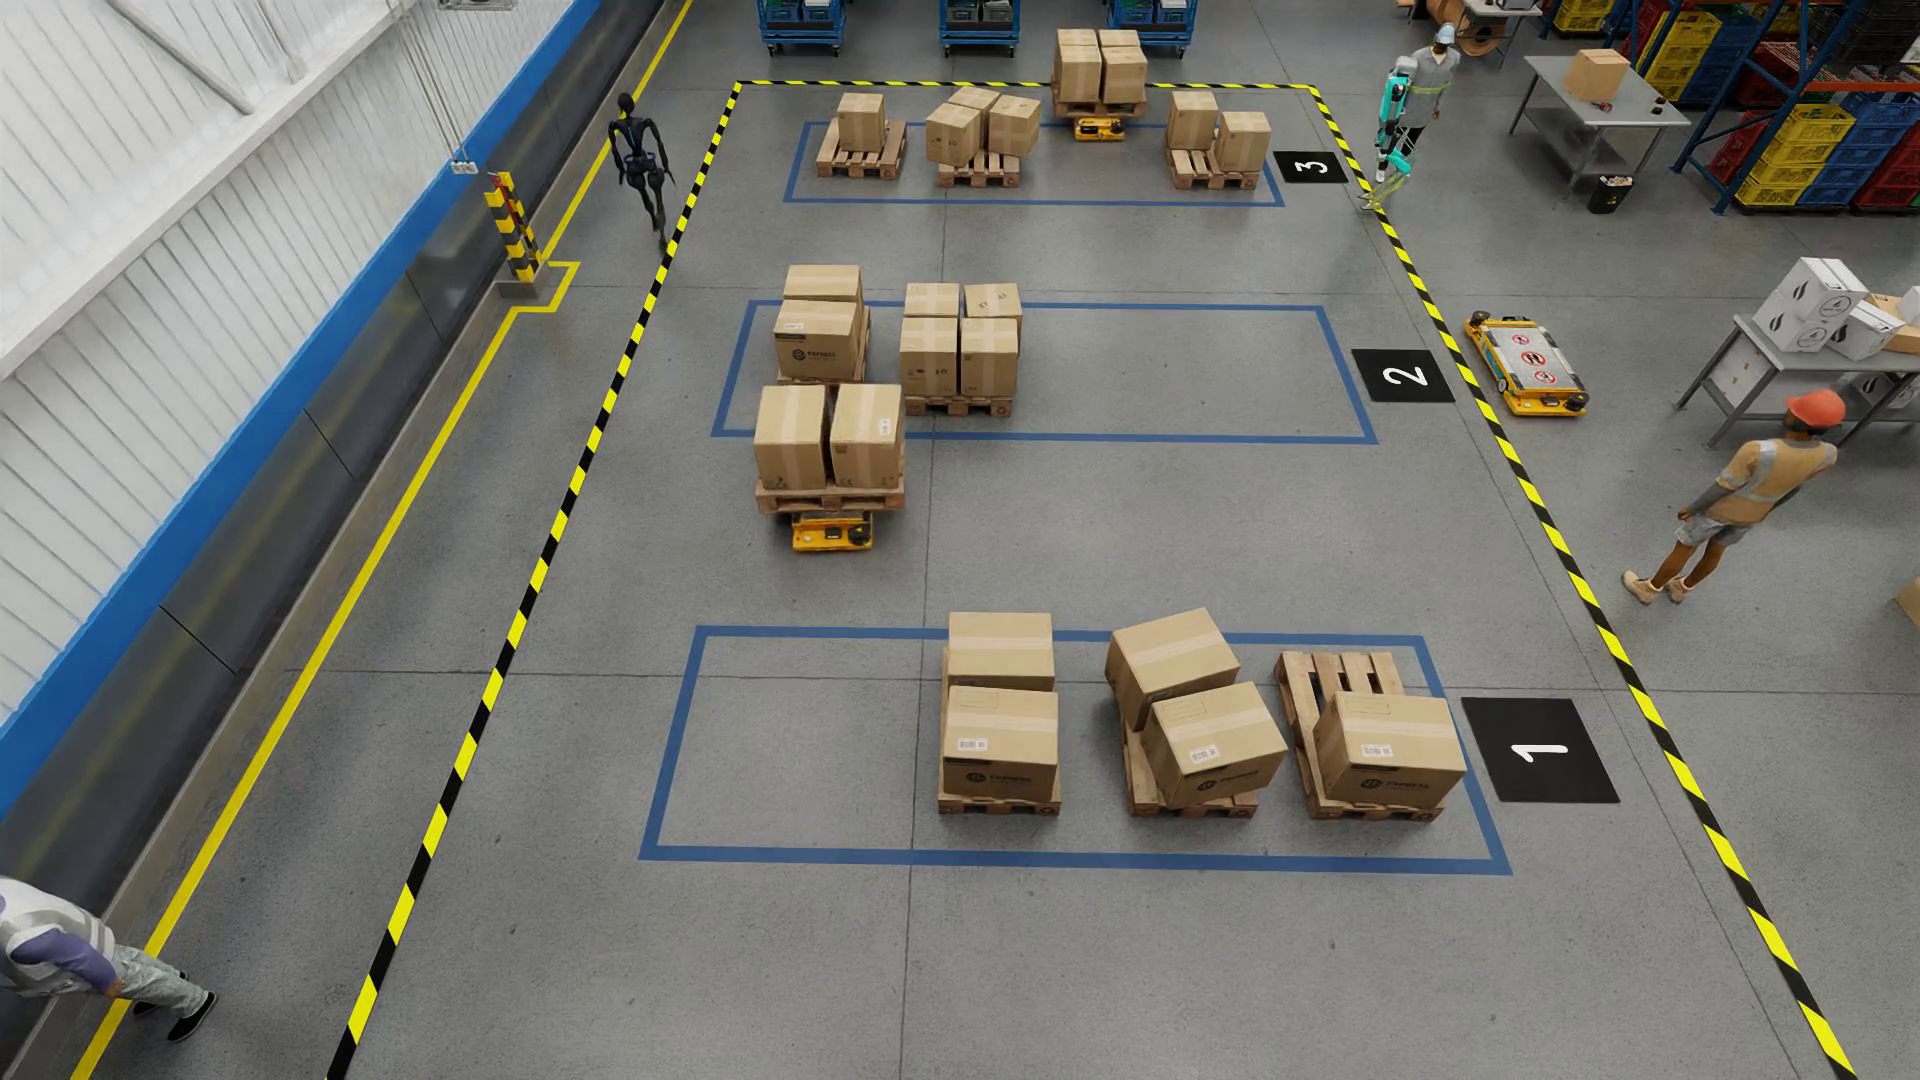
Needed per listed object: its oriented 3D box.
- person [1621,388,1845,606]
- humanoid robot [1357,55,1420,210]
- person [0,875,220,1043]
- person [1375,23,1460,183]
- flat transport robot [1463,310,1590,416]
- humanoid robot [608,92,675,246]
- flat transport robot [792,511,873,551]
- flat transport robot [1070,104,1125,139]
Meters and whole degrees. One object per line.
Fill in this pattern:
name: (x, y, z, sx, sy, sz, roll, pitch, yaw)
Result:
person: (5.541, -0.255, 6.583, 0.607, 2.042, 0.377, 0, 49, 0)
humanoid robot: (5.030, -4.589, 10.443, 0.735, 1.681, 0.533, 10, 50, 8)
person: (-4.527, 2.128, 4.656, 0.601, 1.830, 0.404, 22, 53, 18)
person: (5.505, -5.198, 10.986, 0.594, 1.850, 0.398, -1, 49, -1)
flat transport robot: (5.573, -1.757, 9.054, 0.659, 0.231, 1.431, 1, 49, 1)
humanoid robot: (-3.527, -4.099, 10.173, 0.608, 1.632, 0.724, -8, 50, -7)
flat transport robot: (-1.071, -0.509, 7.956, 0.652, 0.197, 1.431, -1, 49, -1)
flat transport robot: (1.874, -5.964, 12.678, 0.652, 0.197, 1.431, 0, 49, 0)
